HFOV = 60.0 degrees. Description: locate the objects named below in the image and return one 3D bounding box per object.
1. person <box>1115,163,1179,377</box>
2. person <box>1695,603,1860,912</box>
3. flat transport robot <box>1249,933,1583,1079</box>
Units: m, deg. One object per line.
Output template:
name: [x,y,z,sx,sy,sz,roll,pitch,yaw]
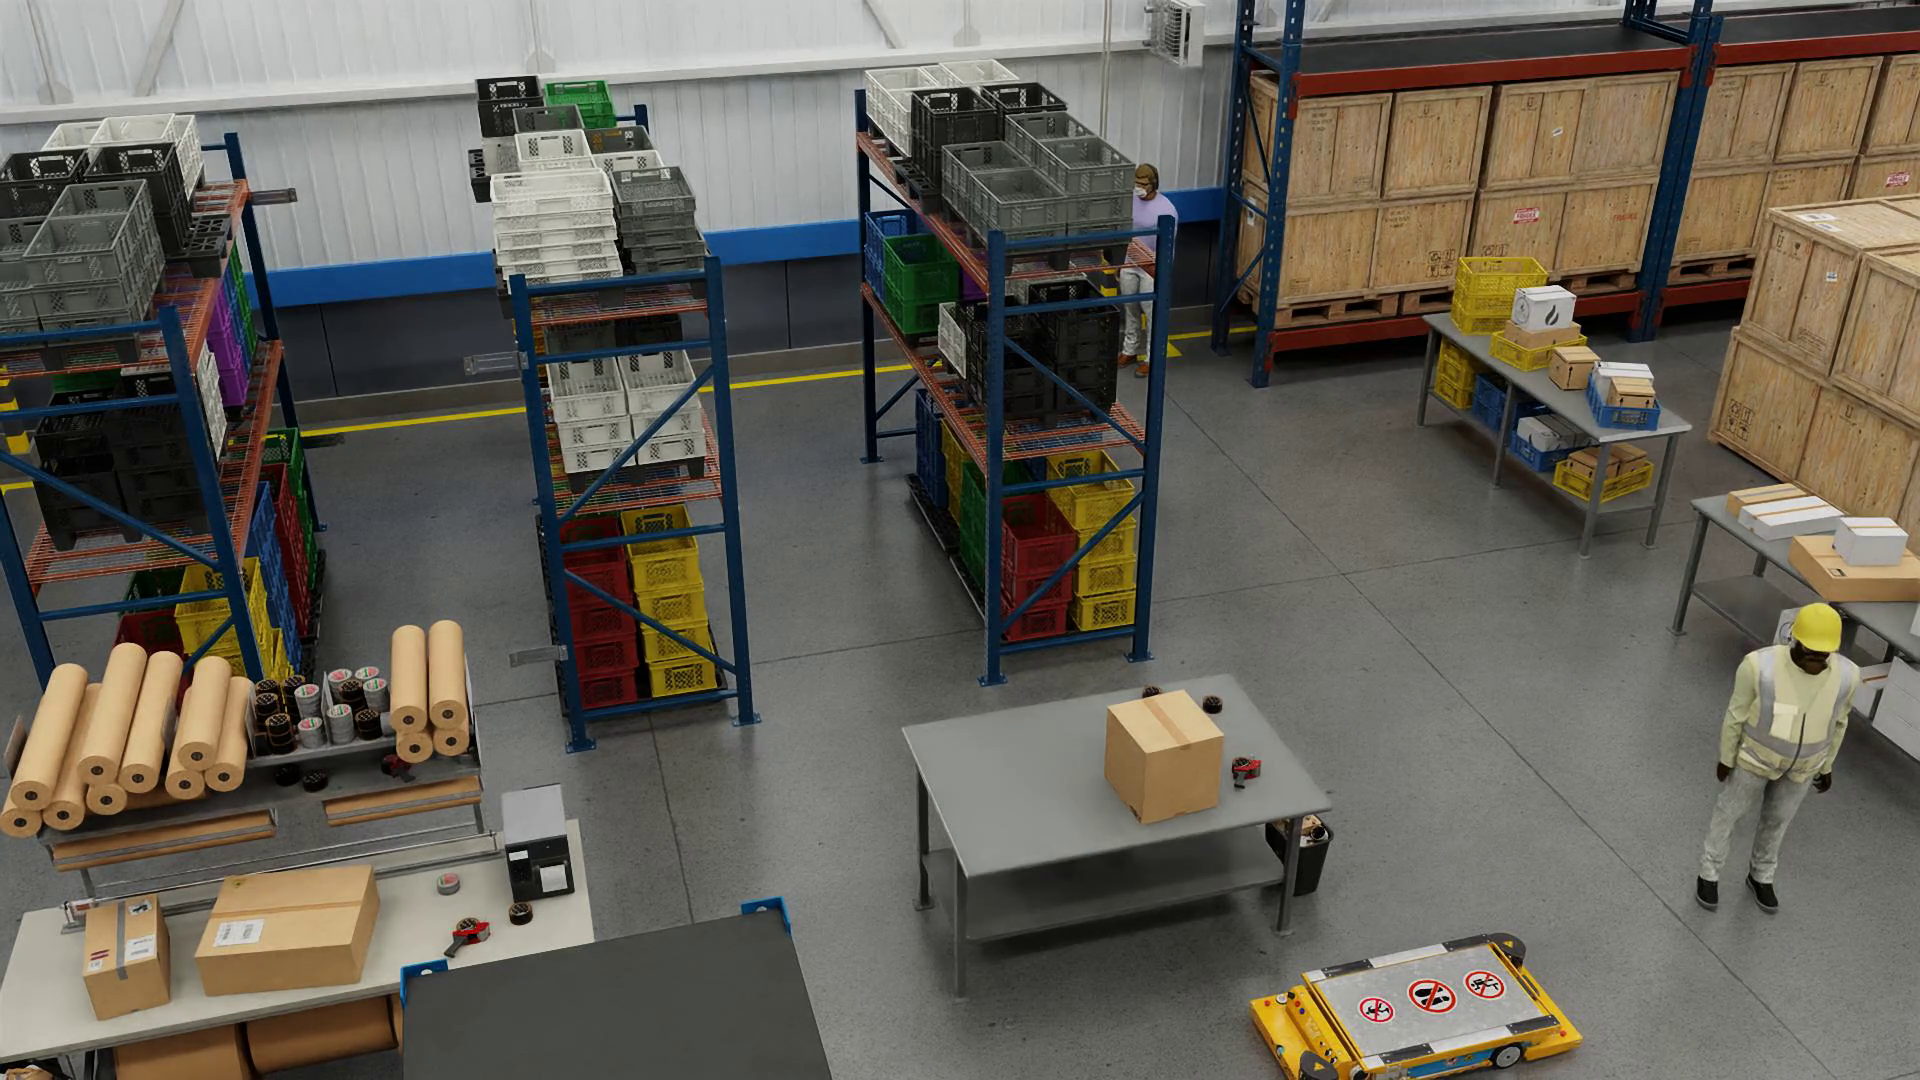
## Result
person: [1.635,-2.415,14.820,0.374,1.933,0.625,-25,37,-37]
person: [4.184,1.112,8.498,0.592,1.834,0.404,4,29,7]
flat transport robot: [2.184,2.282,7.980,1.431,0.197,0.652,-8,30,-14]
